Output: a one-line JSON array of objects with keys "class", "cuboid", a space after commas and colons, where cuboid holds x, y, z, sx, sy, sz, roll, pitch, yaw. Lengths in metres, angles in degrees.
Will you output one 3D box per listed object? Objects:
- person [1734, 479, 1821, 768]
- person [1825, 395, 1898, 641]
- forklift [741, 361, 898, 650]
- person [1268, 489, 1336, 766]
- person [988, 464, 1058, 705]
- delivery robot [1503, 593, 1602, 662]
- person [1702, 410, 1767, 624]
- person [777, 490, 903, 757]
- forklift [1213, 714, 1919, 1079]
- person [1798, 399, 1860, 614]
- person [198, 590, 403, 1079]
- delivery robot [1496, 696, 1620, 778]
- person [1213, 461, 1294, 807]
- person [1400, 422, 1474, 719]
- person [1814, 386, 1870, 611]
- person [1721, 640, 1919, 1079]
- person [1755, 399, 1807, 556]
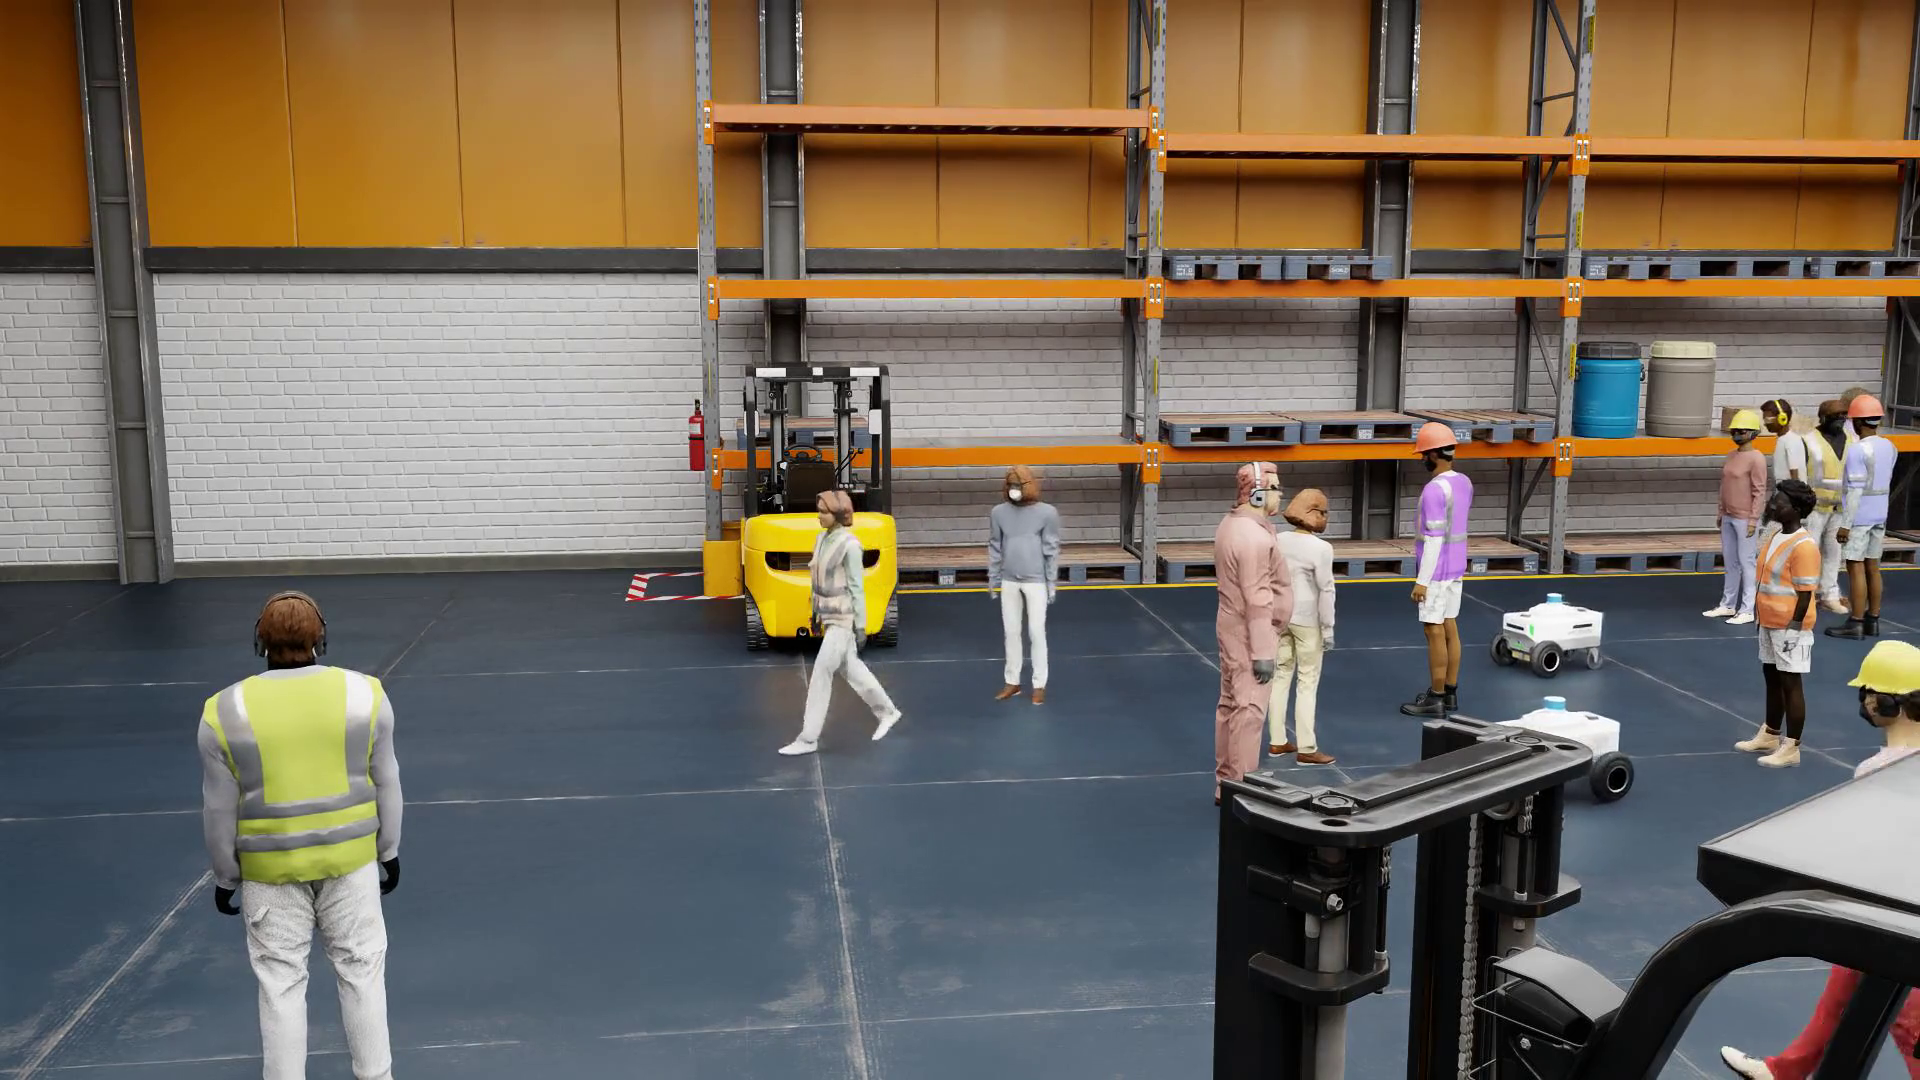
[{"class": "person", "cuboid": [4.830, 0.483, 9.770, 0.318, 1.699, 0.536, 0, 9, 3]}, {"class": "person", "cuboid": [7.114, -0.177, 13.151, 0.549, 1.934, 0.374, -6, 11, -32]}, {"class": "forklift", "cuboid": [-1.154, -0.340, 13.365, 1.214, 2.155, 2.313, -1, 9, -7]}, {"class": "person", "cuboid": [2.024, 0.506, 9.830, 0.292, 1.632, 0.502, -6, 11, -31]}, {"class": "person", "cuboid": [0.423, 0.295, 11.200, 0.515, 1.624, 0.287, 4, 10, 25]}, {"class": "delivery robot", "cuboid": [4.315, 0.633, 12.102, 0.707, 0.478, 0.477, -4, 10, -23]}, {"class": "person", "cuboid": [6.434, -0.190, 13.756, 0.304, 1.771, 0.532, -1, 9, -7]}, {"class": "person", "cuboid": [-0.704, 0.479, 10.084, 0.841, 1.600, 0.523, -5, 10, -27]}, {"class": "forklift", "cuboid": [1.441, 1.425, 2.350, 1.214, 2.155, 2.313, -7, 12, -39]}, {"class": "person", "cuboid": [7.338, -0.279, 14.097, 0.631, 1.840, 0.429, -1, 9, -5]}, {"class": "person", "cuboid": [-2.196, 1.080, 5.599, 0.620, 1.845, 0.429, -4, 10, -26]}, {"class": "delivery robot", "cuboid": [3.265, 1.105, 9.154, 0.707, 0.478, 0.477, -4, 10, -22]}, {"class": "person", "cuboid": [1.555, 0.536, 8.789, 0.406, 1.911, 0.636, -1, 9, -4]}, {"class": "person", "cuboid": [3.095, 0.198, 10.837, 0.374, 1.927, 0.542, 7, 12, 38]}, {"class": "person", "cuboid": [7.608, -0.369, 14.372, 0.391, 1.940, 0.630, 6, 11, 34]}, {"class": "person", "cuboid": [2.930, 1.176, 5.388, 0.527, 1.721, 0.903, -8, 12, -40]}, {"class": "person", "cuboid": [6.925, -0.264, 13.995, 0.472, 1.832, 0.551, 4, 10, 24]}]
